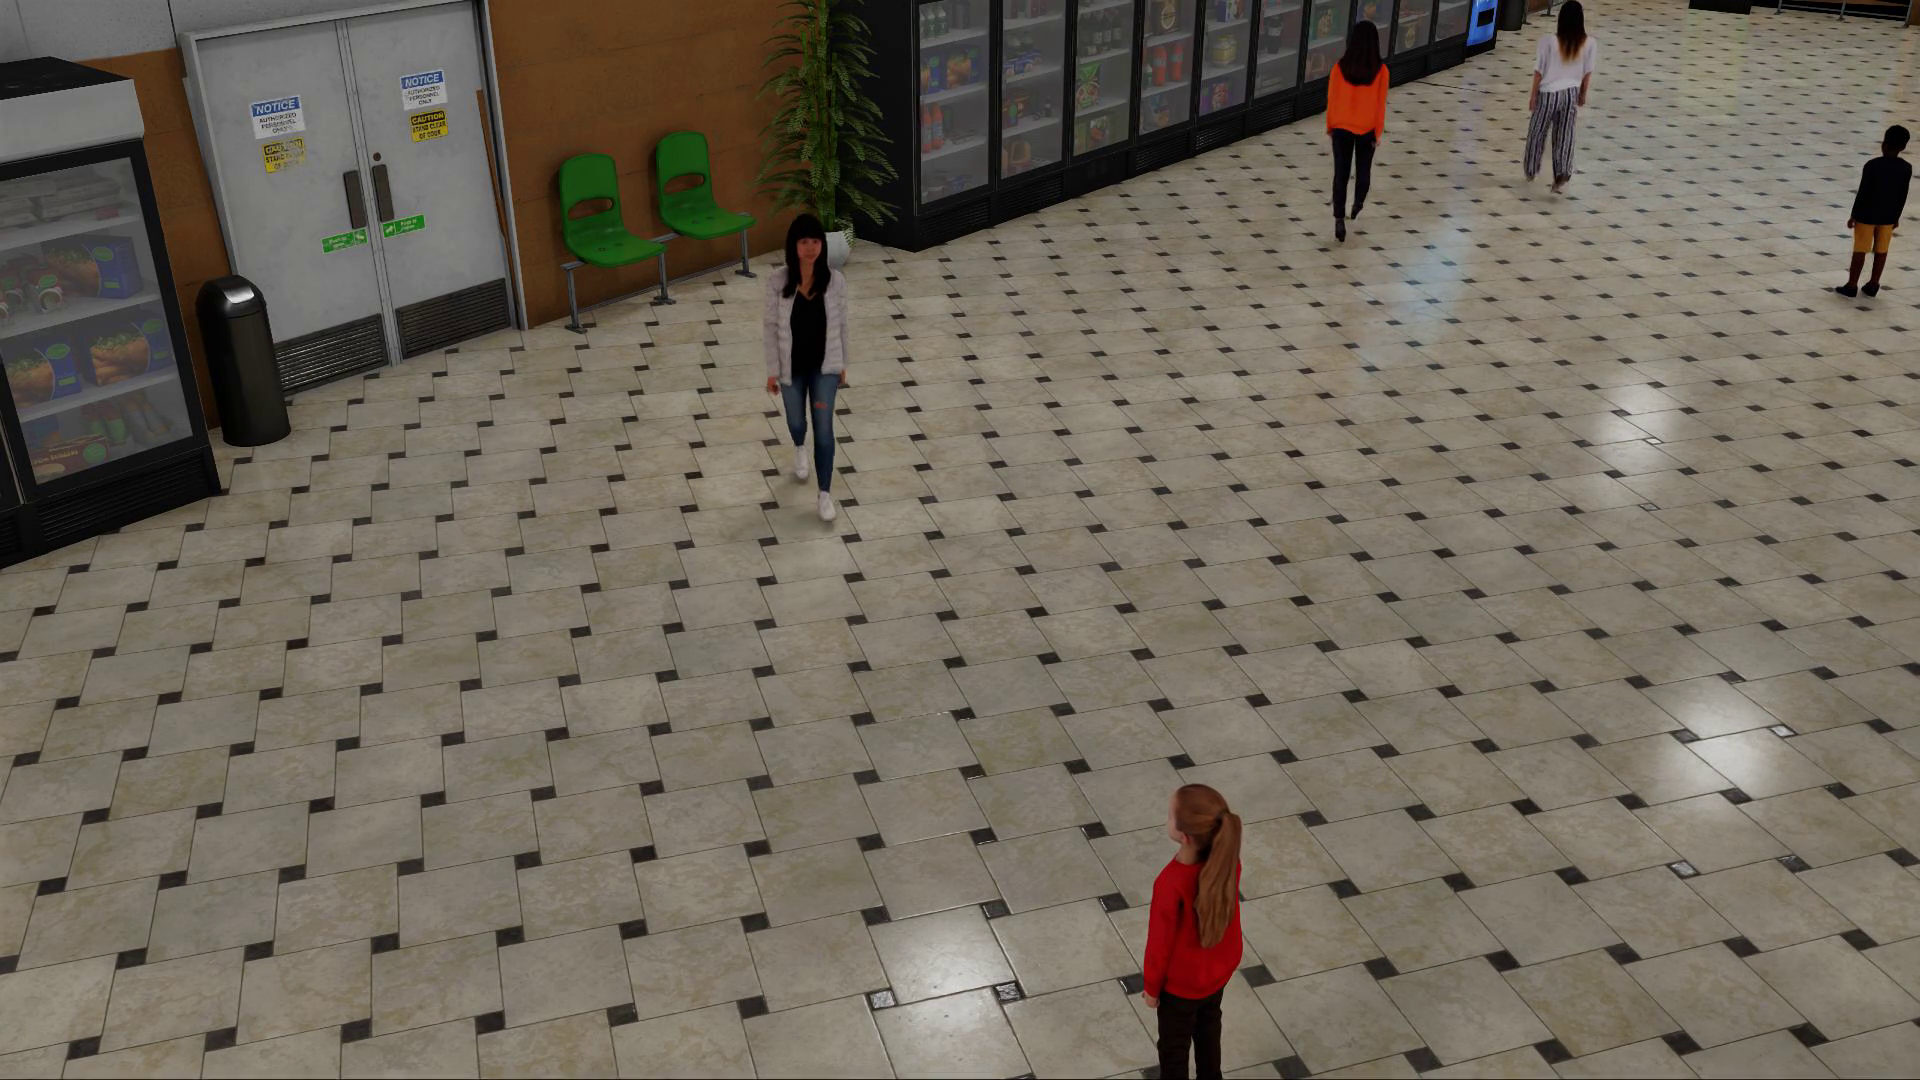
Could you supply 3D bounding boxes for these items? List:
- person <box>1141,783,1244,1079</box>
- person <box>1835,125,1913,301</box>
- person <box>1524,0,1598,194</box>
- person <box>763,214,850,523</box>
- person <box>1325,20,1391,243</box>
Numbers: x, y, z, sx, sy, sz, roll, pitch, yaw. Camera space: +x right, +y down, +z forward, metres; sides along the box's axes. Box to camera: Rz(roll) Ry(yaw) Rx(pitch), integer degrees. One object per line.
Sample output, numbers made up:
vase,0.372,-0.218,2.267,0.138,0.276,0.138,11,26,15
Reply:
person,0.691,1.268,4.945,0.503,1.282,0.510,-23,35,-37
person,6.725,-2.400,12.191,0.608,1.270,0.677,1,27,1
person,5.296,-3.863,14.672,1.176,1.635,1.118,4,27,7
person,-0.842,-0.967,8.994,1.045,1.607,1.116,-3,27,-5
person,3.154,-3.239,13.360,1.108,1.709,0.977,8,28,15
